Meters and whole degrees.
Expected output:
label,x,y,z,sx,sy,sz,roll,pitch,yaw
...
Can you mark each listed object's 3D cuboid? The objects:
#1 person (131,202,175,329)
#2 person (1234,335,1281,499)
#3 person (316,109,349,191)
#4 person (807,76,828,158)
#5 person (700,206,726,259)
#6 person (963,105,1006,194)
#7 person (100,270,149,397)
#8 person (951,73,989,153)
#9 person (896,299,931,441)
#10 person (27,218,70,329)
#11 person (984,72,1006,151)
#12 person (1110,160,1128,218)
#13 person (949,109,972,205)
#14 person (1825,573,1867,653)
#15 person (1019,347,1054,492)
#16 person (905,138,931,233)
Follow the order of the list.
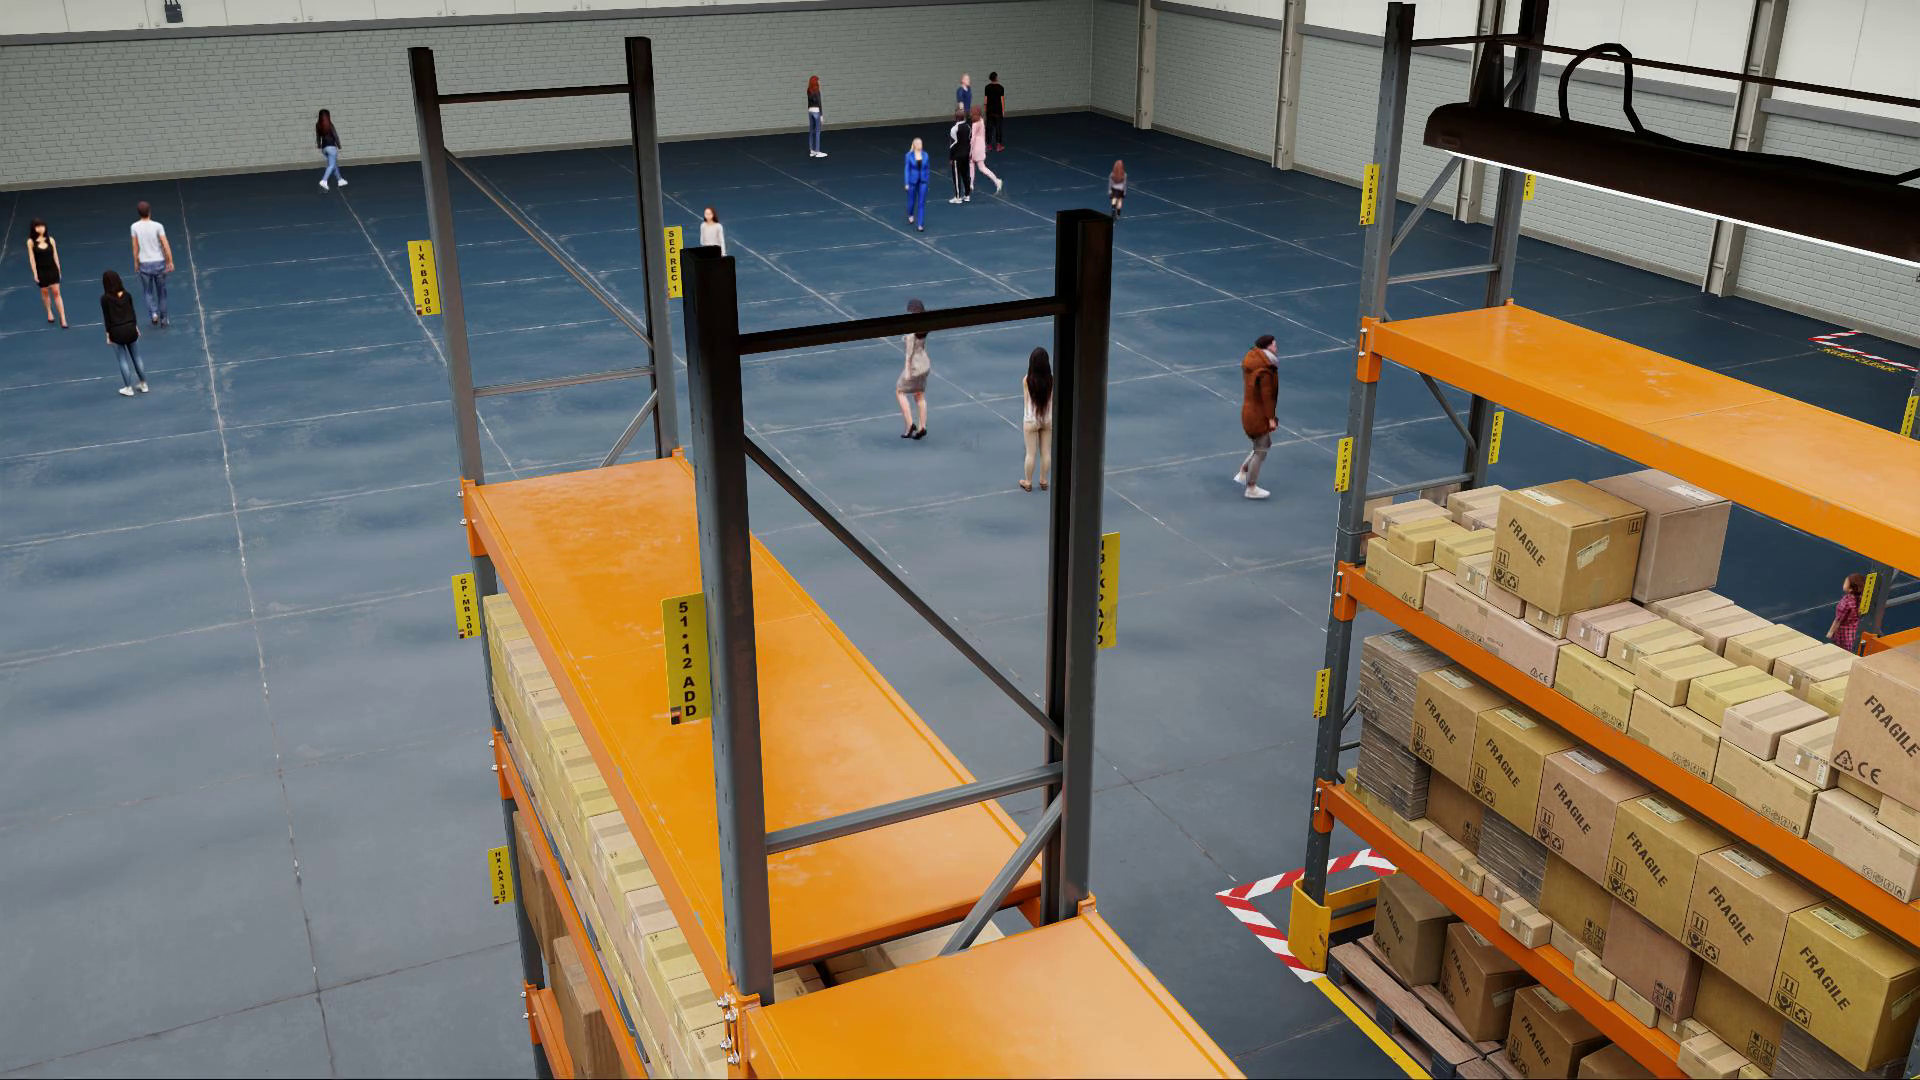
label,x,y,z,sx,sy,sz,roll,pitch,yaw
person,-11.914,-4.033,24.516,0.701,1.859,0.645,-8,24,-17
person,3.192,-1.343,18.239,0.898,1.820,0.768,-1,23,-3
person,-12.991,-7.988,34.150,1.115,1.597,1.154,9,25,21
person,-3.288,-9.608,37.715,0.697,1.789,0.573,-20,30,-38
person,-3.864,-4.510,26.135,0.849,1.469,0.983,4,23,9
person,0.466,-7.849,33.618,1.139,1.757,1.115,6,24,14
person,-10.915,-2.710,21.678,0.641,1.645,0.650,19,30,38
person,0.016,-9.572,37.590,1.261,1.821,1.075,14,27,29
person,-0.452,-2.006,19.922,0.757,1.724,0.716,13,26,28
person,-13.561,-3.941,24.626,0.686,1.603,1.070,-16,28,-34
person,0.796,-9.942,38.543,0.703,1.755,0.747,7,24,15
person,3.014,-6.700,31.763,0.661,1.095,0.753,4,23,9
person,0.013,-7.622,32.996,0.708,1.828,0.633,-18,29,-36
person,7.640,0.790,14.259,0.525,1.009,0.769,-16,28,-33
person,0.877,-1.324,18.407,0.624,1.653,0.566,-10,25,-23
person,-0.808,-6.572,30.698,0.705,1.692,0.847,-6,24,-14
